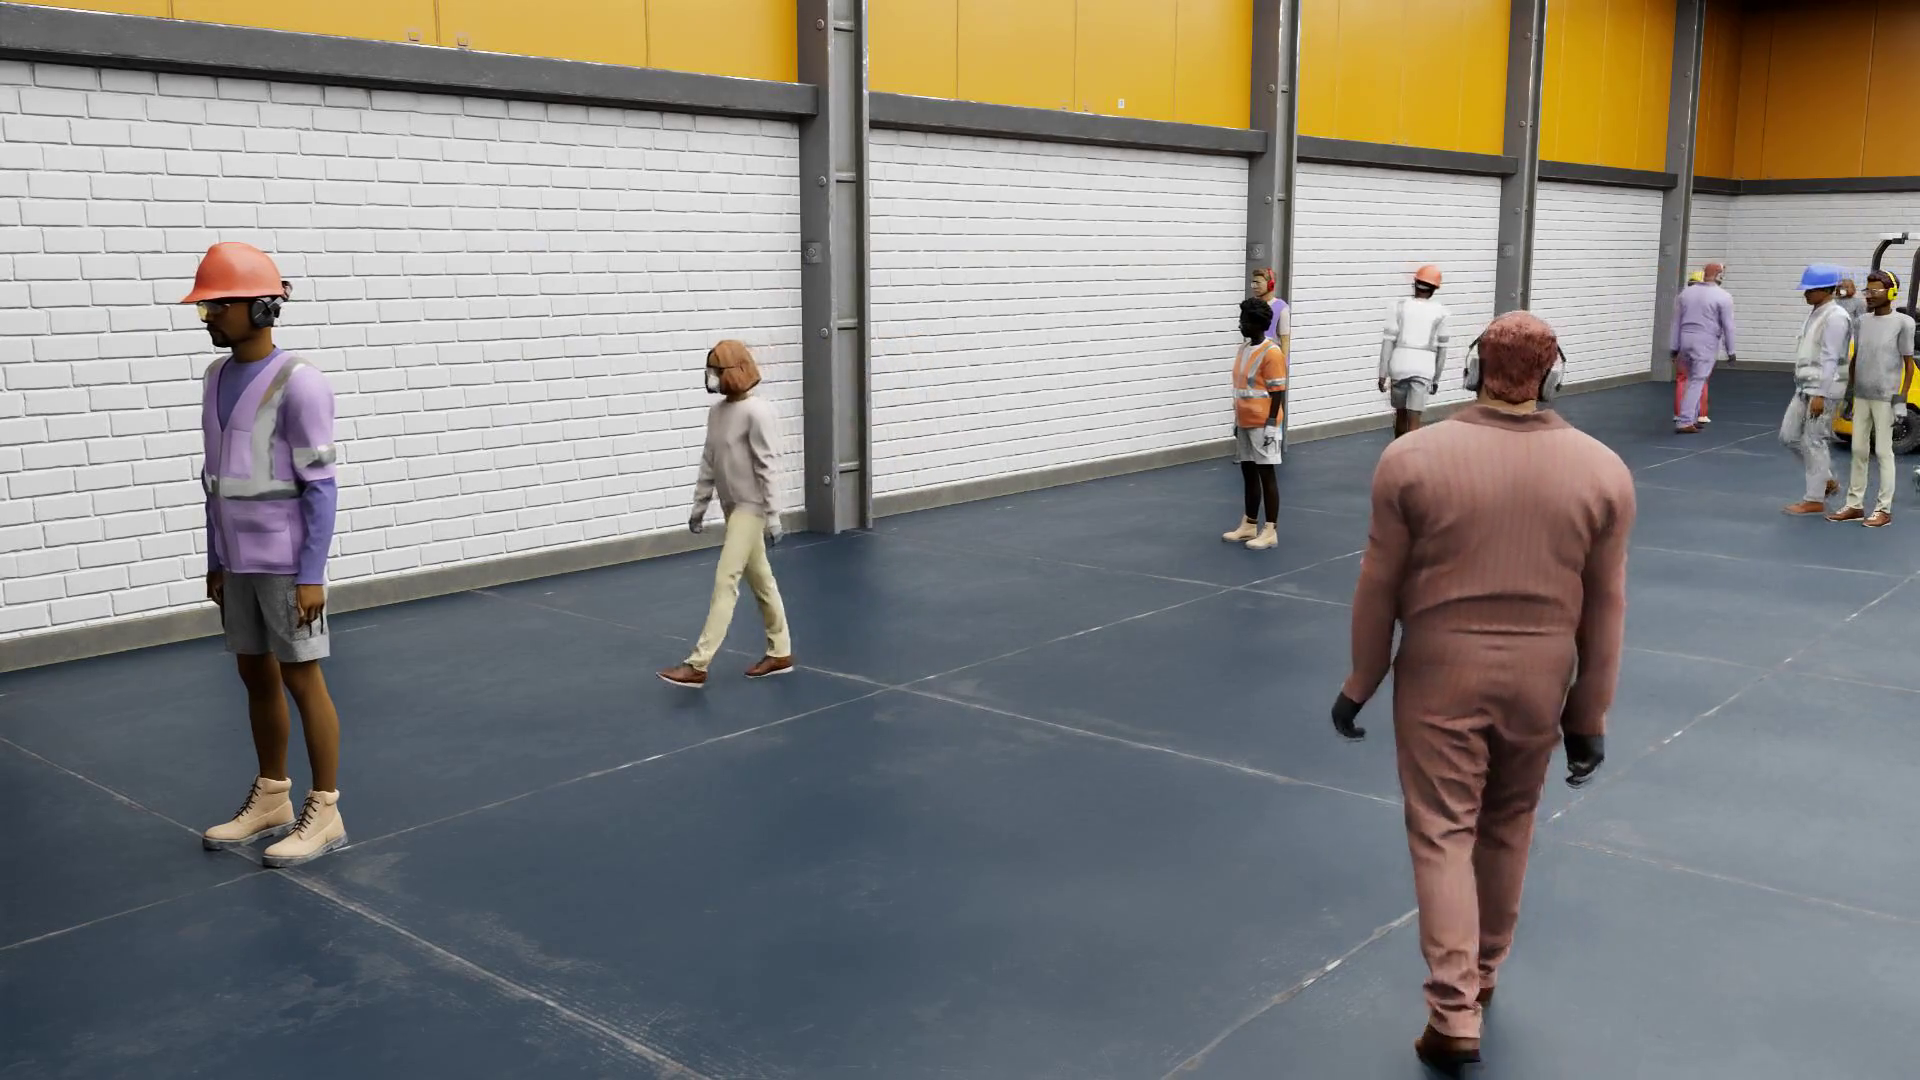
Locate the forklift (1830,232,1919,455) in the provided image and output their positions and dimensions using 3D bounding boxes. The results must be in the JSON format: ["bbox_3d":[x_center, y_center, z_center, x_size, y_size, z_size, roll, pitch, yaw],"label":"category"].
[{"bbox_3d":[9.955,-1.972,16.595,2.313,2.155,1.214,1,10,8],"label":"forklift"}]

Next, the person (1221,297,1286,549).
[{"bbox_3d":[2.007,-0.789,11.268,0.320,1.697,0.537,-3,10,-18],"label":"person"}]

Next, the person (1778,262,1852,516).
[{"bbox_3d":[6.458,-1.124,12.554,0.430,1.919,0.608,1,10,5],"label":"person"}]

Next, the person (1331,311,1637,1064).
[{"bbox_3d":[1.328,0.374,4.226,0.678,1.880,0.872,0,10,2],"label":"person"}]

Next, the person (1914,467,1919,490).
[{"bbox_3d":[8.004,-1.136,13.168,0.587,1.724,0.491,-1,10,-5],"label":"person"}]

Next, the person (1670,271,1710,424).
[{"bbox_3d":[8.521,-2.231,19.305,0.524,1.764,0.329,6,12,33],"label":"person"}]

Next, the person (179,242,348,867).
[{"bbox_3d":[-2.305,0.054,5.489,0.608,2.044,0.377,6,12,32],"label":"person"}]

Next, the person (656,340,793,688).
[{"bbox_3d":[-1.111,-0.112,7.675,0.801,1.595,0.528,-6,12,-32],"label":"person"}]

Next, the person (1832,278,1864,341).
[{"bbox_3d":[12.476,-2.883,23.457,0.687,1.609,0.504,-8,13,-40],"label":"person"}]

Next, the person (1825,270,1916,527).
[{"bbox_3d":[6.682,-1.028,12.146,0.315,1.869,0.526,-4,11,-21],"label":"person"}]

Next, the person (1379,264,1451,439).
[{"bbox_3d":[3.994,-1.471,14.629,0.574,1.877,0.942,3,10,18],"label":"person"}]

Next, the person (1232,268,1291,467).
[{"bbox_3d":[2.831,-1.593,15.428,0.389,1.846,0.565,-6,12,-30],"label":"person"}]

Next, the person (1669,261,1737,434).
[{"bbox_3d":[8.184,-2.098,18.207,0.733,1.874,0.670,-4,11,-23],"label":"person"}]
